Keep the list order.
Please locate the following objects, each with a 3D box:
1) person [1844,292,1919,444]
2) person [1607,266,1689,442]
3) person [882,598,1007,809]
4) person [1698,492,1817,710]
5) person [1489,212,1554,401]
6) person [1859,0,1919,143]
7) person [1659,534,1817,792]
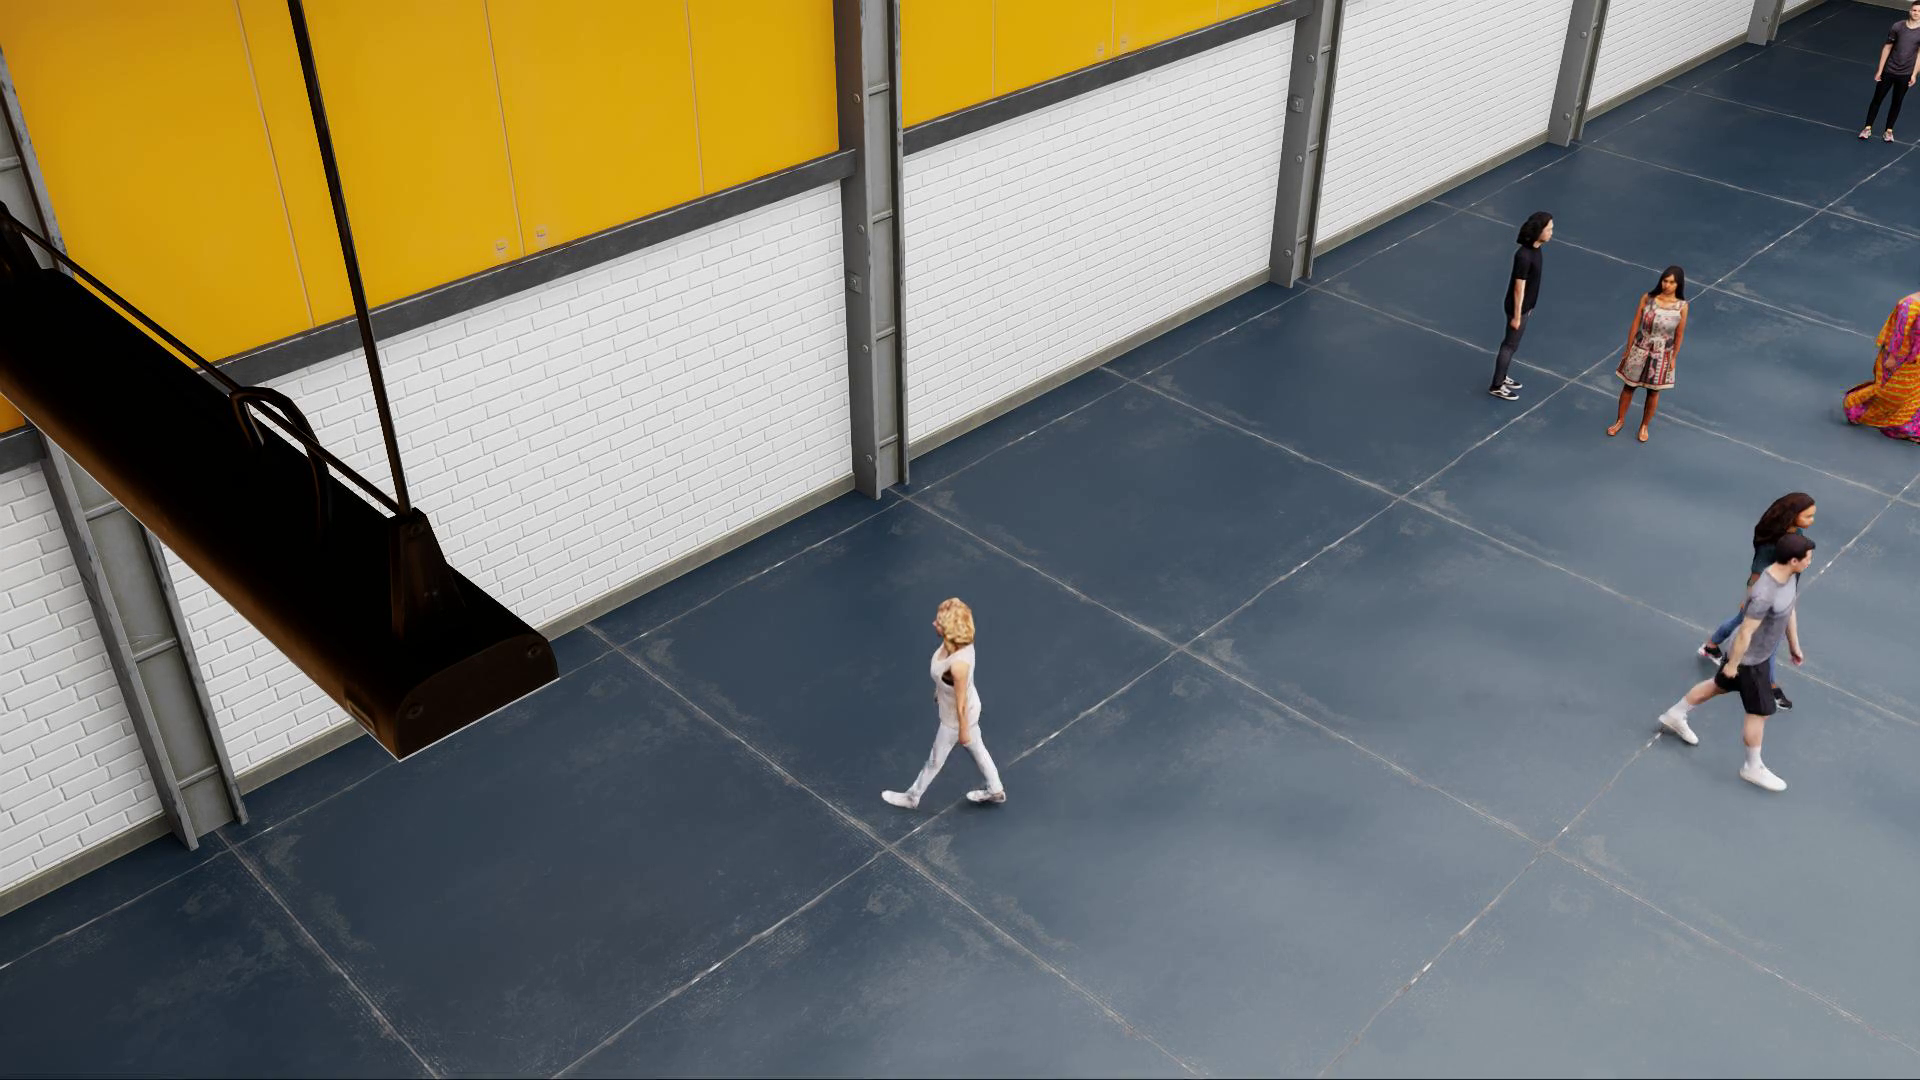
[{"bbox_3d":[8.387,-1.694,14.761,1.030,1.669,0.923,-17,37,-23],"label":"person"},{"bbox_3d":[6.136,-1.668,14.743,0.707,1.645,0.635,17,37,23],"label":"person"},{"bbox_3d":[0.066,1.092,10.610,1.071,1.624,1.051,1,34,2],"label":"person"},{"bbox_3d":[5.654,0.339,11.790,0.981,1.572,0.731,-23,40,-30],"label":"person"},{"bbox_3d":[5.167,-2.191,15.366,0.740,1.827,0.582,15,36,21],"label":"person"},{"bbox_3d":[11.891,-5.952,21.081,0.706,1.765,0.682,13,36,19],"label":"person"},{"bbox_3d":[5.143,0.696,11.009,0.793,1.842,1.105,25,41,33],"label":"person"}]
